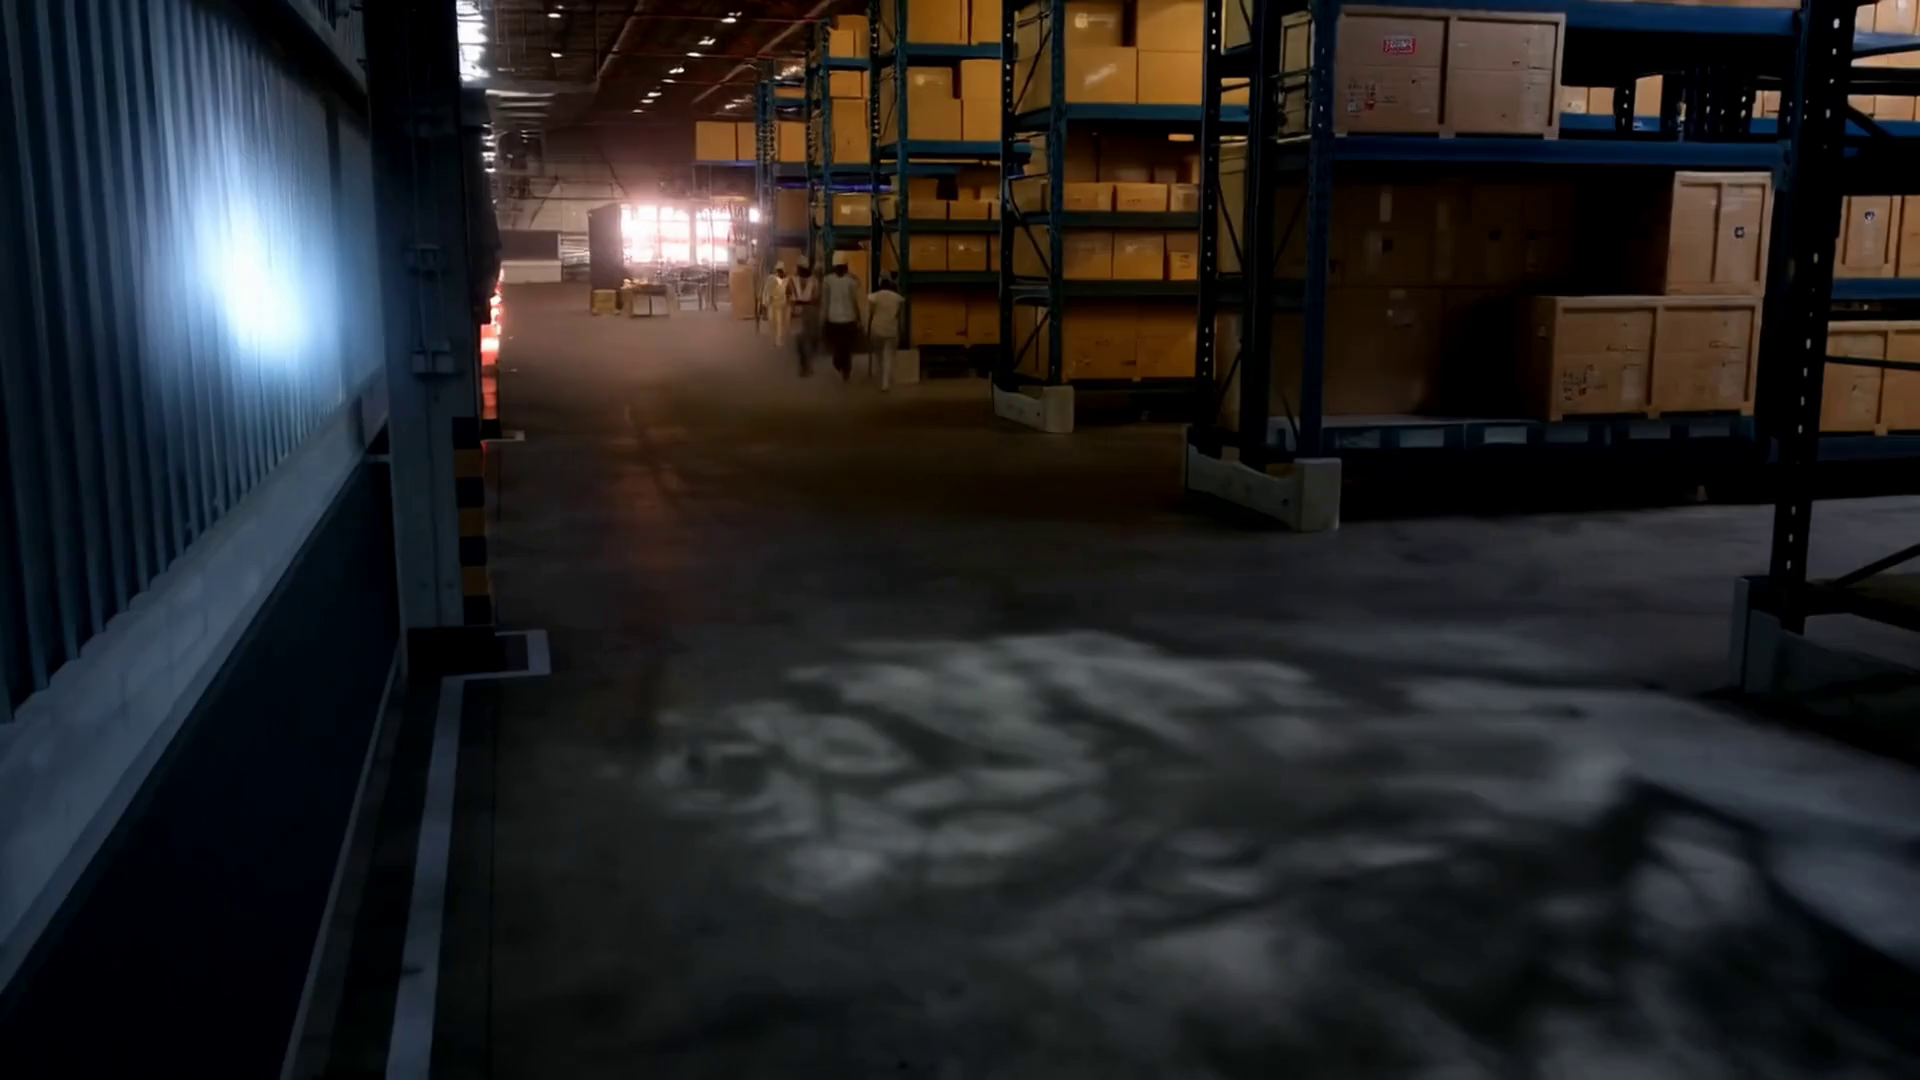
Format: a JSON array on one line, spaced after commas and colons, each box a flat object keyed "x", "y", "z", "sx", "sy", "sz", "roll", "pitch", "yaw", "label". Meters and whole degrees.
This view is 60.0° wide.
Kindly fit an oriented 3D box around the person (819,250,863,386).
[{"x": -1.726, "y": -3.225, "z": 24.215, "sx": 0.652, "sy": 1.969, "sz": 0.578, "roll": 2, "pitch": 10, "yaw": 9, "label": "person"}]

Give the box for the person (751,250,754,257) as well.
[{"x": -9.119, "y": -11.896, "z": 73.660, "sx": 0.565, "sy": 1.846, "sz": 0.390, "roll": -2, "pitch": 10, "yaw": -14, "label": "person"}]

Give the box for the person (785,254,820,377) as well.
[{"x": -2.478, "y": -3.530, "z": 26.107, "sx": 0.545, "sy": 1.917, "sz": 0.817, "roll": -2, "pitch": 10, "yaw": -13, "label": "person"}]

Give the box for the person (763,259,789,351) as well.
[{"x": -3.556, "y": -4.577, "z": 32.436, "sx": 0.602, "sy": 1.782, "sz": 0.972, "roll": -2, "pitch": 10, "yaw": -12, "label": "person"}]

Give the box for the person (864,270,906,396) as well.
[{"x": -1.017, "y": -2.827, "z": 22.730, "sx": 0.565, "sy": 1.693, "sz": 0.958, "roll": 0, "pitch": 10, "yaw": 2, "label": "person"}]
